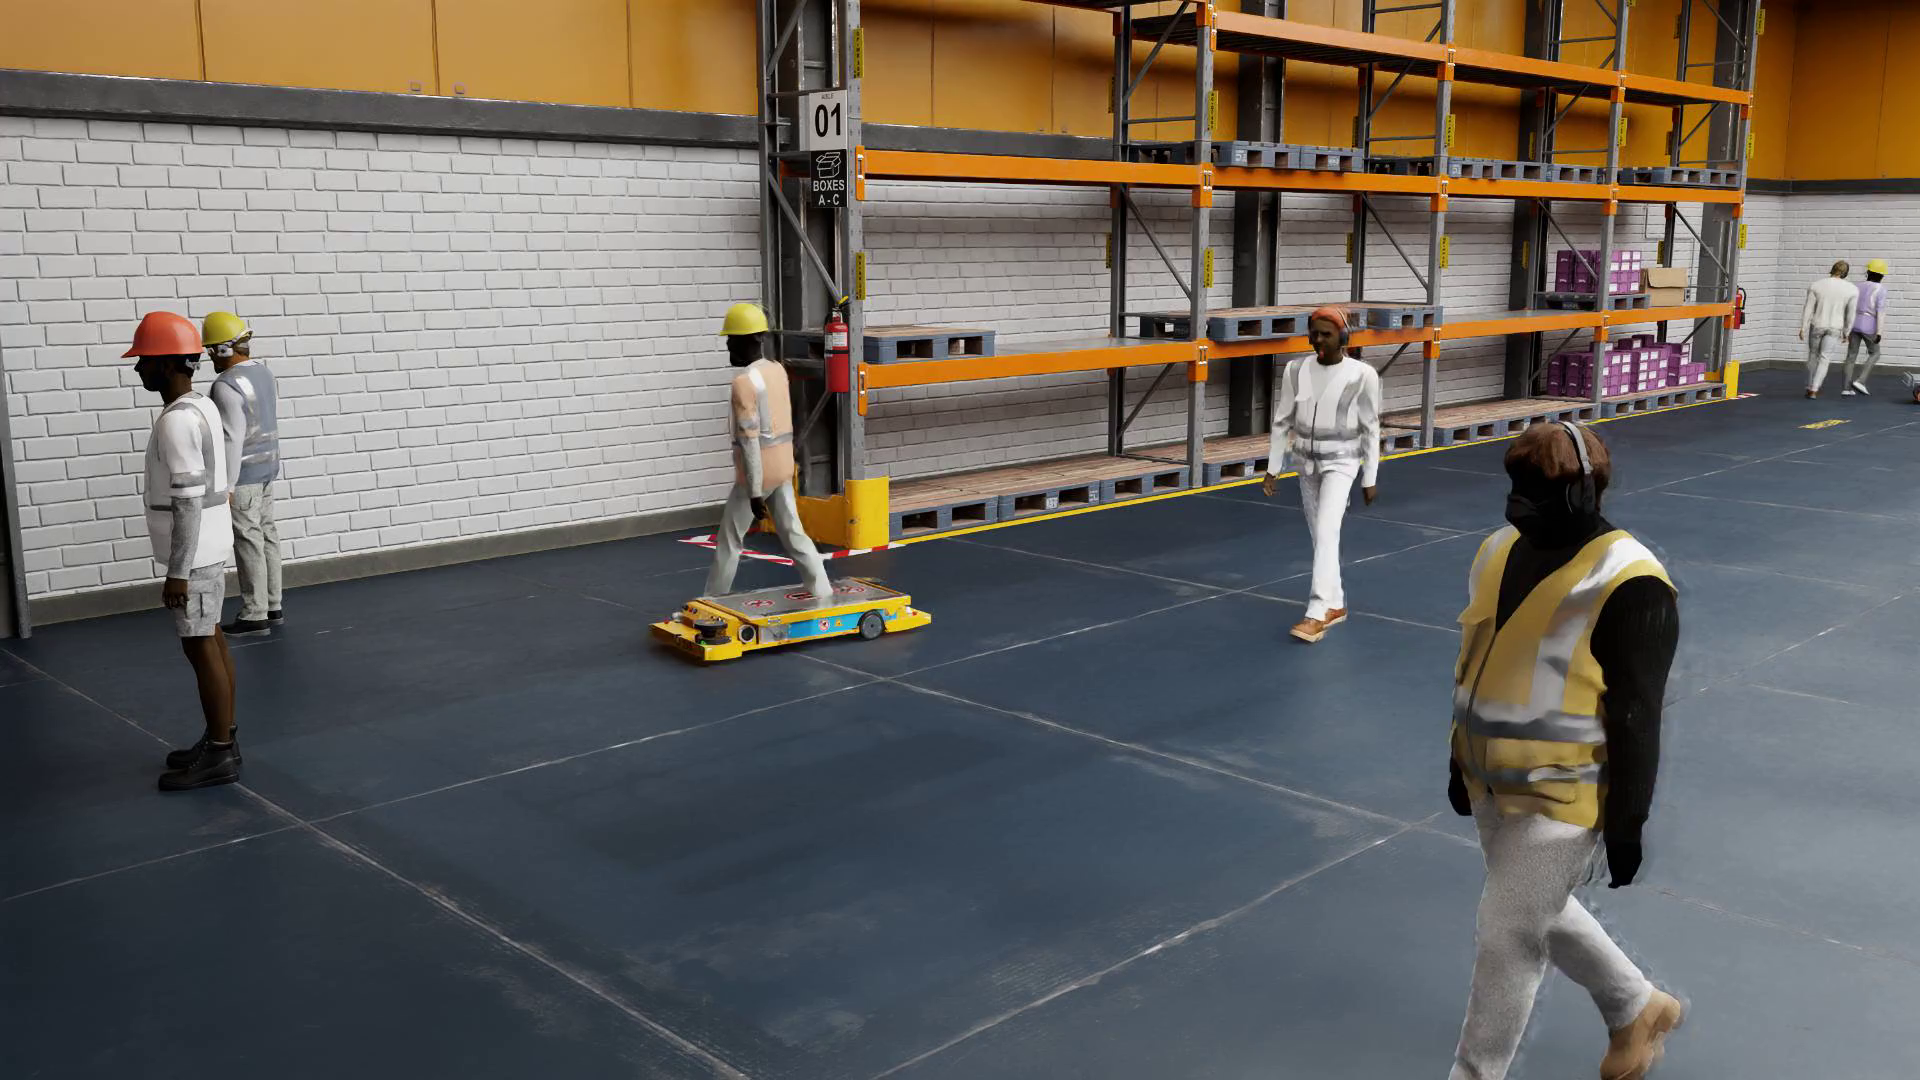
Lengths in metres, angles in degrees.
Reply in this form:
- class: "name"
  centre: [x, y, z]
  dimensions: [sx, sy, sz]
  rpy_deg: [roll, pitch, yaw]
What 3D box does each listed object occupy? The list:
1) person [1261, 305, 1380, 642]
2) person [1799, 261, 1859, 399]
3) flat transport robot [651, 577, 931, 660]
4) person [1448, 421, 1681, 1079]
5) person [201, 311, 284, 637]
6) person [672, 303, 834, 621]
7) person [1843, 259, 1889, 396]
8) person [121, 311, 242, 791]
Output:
- class: "person"
  centre: [1.975, -0.368, 9.289]
  dimensions: [0.579, 1.849, 0.860]
  rpy_deg: [10, 14, 44]
- class: "person"
  centre: [11.978, -2.895, 22.967]
  dimensions: [0.686, 1.879, 0.945]
  rpy_deg: [6, 12, 29]
- class: "flat transport robot"
  centre: [-0.931, 0.418, 9.294]
  dimensions: [1.431, 0.197, 0.652]
  rpy_deg: [-7, 13, -35]
- class: "person"
  centre: [1.488, 0.596, 4.133]
  dimensions: [0.879, 1.812, 0.635]
  rpy_deg: [-3, 11, -17]
- class: "person"
  centre: [-4.040, -0.368, 9.345]
  dimensions: [0.403, 1.823, 0.588]
  rpy_deg: [0, 10, -2]
- class: "person"
  centre: [-1.110, -0.384, 9.310]
  dimensions: [1.022, 1.874, 0.590]
  rpy_deg: [4, 11, 21]
- class: "person"
  centre: [12.587, -2.947, 23.176]
  dimensions: [0.430, 1.903, 0.655]
  rpy_deg: [-6, 12, -29]
- class: "person"
  centre: [-3.153, 0.046, 6.772]
  dimensions: [0.355, 1.938, 0.545]
  rpy_deg: [-3, 11, -17]
